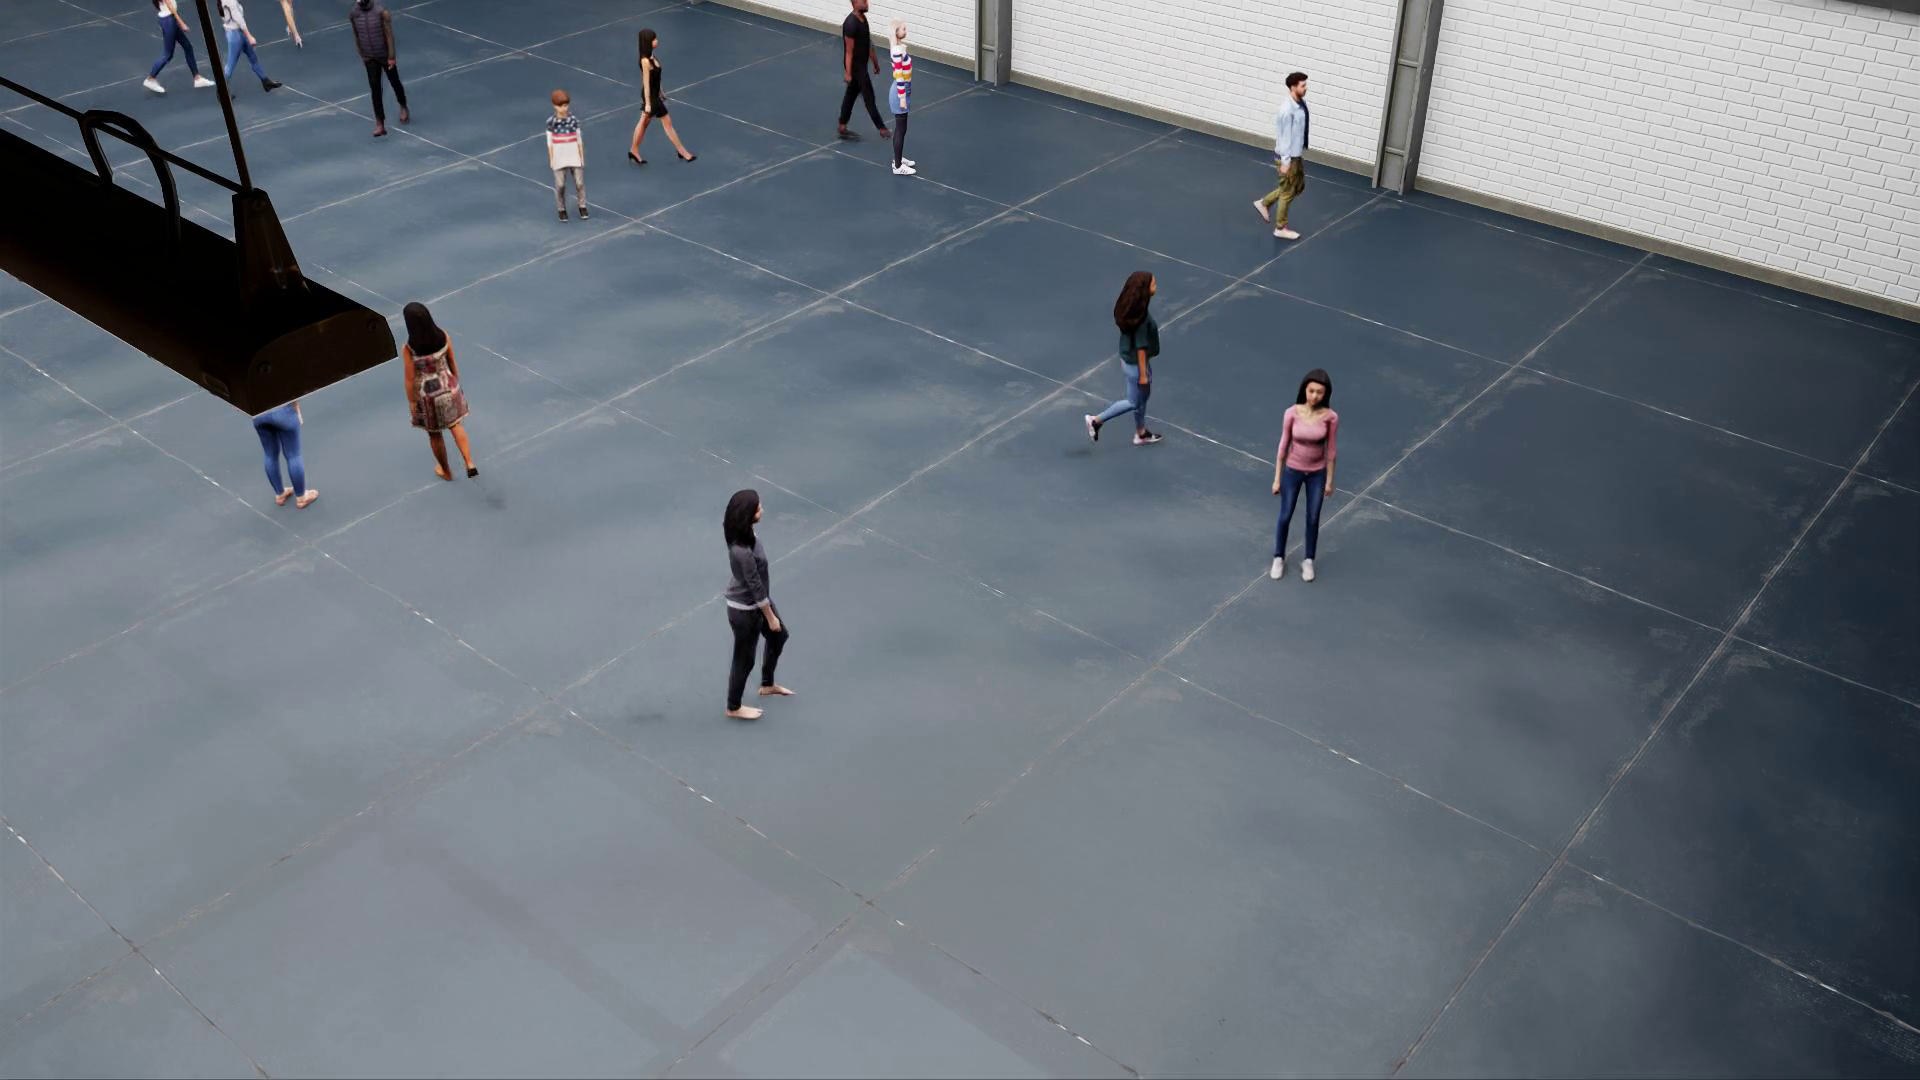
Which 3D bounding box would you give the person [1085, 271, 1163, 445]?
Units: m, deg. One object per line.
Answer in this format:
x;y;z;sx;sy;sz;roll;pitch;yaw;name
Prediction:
1.407;-1.480;13.949;0.994;1.602;0.943;-4;34;-6;person

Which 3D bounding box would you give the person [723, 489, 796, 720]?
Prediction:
-1.479;0.458;10.906;0.860;1.744;0.804;-4;34;-6;person

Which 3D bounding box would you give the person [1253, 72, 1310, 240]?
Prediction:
3.434;-4.093;17.705;0.885;1.798;0.764;17;37;24;person

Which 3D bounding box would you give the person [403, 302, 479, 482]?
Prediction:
-4.192;-1.154;13.430;0.710;1.635;0.831;-27;42;-34;person

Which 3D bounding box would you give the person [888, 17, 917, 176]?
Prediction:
-0.699;-5.166;19.309;0.756;1.809;0.714;-1;34;-1;person

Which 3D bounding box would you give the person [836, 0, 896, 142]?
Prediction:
-1.327;-5.718;20.163;1.221;1.783;0.988;9;35;13;person

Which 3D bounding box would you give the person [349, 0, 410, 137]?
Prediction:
-7.108;-5.958;20.519;1.250;1.788;1.233;1;34;2;person

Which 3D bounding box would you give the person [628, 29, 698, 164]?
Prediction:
-3.682;-5.133;19.449;1.086;1.599;1.022;-3;34;-4;person

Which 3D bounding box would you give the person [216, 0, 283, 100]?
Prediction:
-9.422;-6.459;21.451;0.932;1.591;1.088;-17;37;-24;person

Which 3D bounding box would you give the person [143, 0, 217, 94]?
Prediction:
-10.375;-6.657;21.610;0.953;1.745;1.115;-14;36;-21;person

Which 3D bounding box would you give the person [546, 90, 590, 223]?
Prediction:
-4.314;-4.227;18.233;0.594;1.436;0.618;-10;35;-14;person

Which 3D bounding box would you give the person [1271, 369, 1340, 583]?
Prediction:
2.558;-0.492;12.337;0.611;1.742;0.722;5;34;8;person
